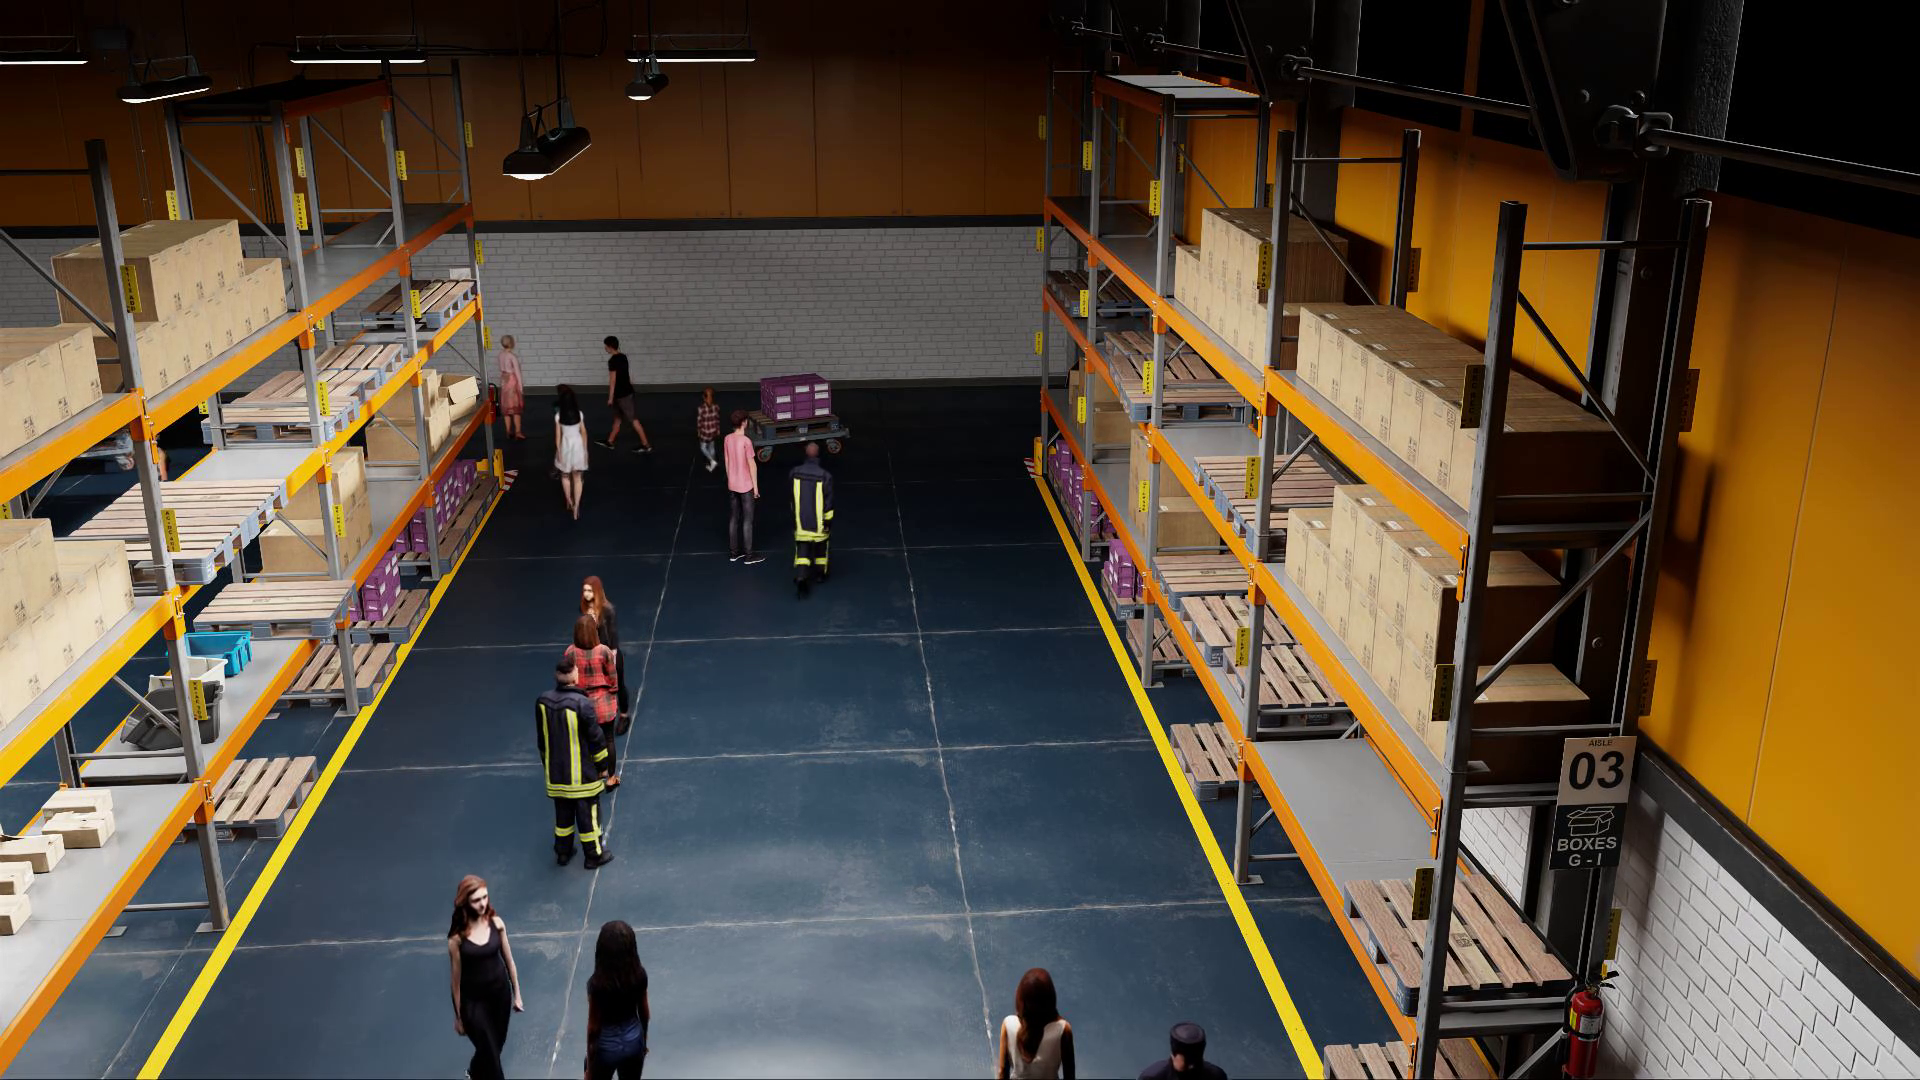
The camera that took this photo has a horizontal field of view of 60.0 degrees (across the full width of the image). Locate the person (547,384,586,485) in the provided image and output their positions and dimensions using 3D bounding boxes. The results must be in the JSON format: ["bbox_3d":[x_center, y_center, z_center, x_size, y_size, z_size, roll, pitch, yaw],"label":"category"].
[{"bbox_3d":[-5.649,-1.506,24.120,1.006,1.460,0.976,13,23,34],"label":"person"}]

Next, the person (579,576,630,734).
[{"bbox_3d":[-3.382,1.107,16.028,0.937,1.673,1.159,5,19,16],"label":"person"}]

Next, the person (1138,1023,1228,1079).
[{"bbox_3d":[1.219,3.391,9.267,0.705,1.660,0.634,-1,19,-3],"label":"person"}]

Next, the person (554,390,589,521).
[{"bbox_3d":[-5.240,-1.136,22.559,0.701,1.756,0.807,-5,19,-15],"label":"person"}]

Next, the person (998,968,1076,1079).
[{"bbox_3d":[0.427,3.250,9.490,0.657,1.784,0.616,3,19,10],"label":"person"}]

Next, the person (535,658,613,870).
[{"bbox_3d":[-3.183,1.808,13.649,0.874,1.862,0.867,6,20,18],"label":"person"}]

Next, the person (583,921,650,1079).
[{"bbox_3d":[-2.067,3.109,10.003,0.791,1.724,0.864,-11,22,-30],"label":"person"}]

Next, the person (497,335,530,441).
[{"bbox_3d":[-7.153,-2.432,26.509,0.699,1.690,0.738,11,21,29],"label":"person"}]

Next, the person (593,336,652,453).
[{"bbox_3d":[-5.122,-2.225,25.706,0.855,1.812,1.148,3,19,8],"label":"person"}]

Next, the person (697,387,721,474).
[{"bbox_3d":[-3.701,-1.608,24.682,0.697,1.295,0.785,-13,22,-33],"label":"person"}]

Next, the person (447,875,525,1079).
[{"bbox_3d":[-3.071,2.901,10.622,1.060,1.723,0.966,17,25,41],"label":"person"}]

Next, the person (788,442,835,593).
[{"bbox_3d":[-1.804,-0.263,19.903,0.907,1.796,1.240,3,19,7],"label":"person"}]

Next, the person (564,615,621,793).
[{"bbox_3d":[-3.292,1.464,14.920,0.597,1.703,0.530,-1,19,-4],"label":"person"}]

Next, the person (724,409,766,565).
[{"bbox_3d":[-2.753,-0.677,20.881,0.712,1.957,0.754,13,22,33],"label":"person"}]
